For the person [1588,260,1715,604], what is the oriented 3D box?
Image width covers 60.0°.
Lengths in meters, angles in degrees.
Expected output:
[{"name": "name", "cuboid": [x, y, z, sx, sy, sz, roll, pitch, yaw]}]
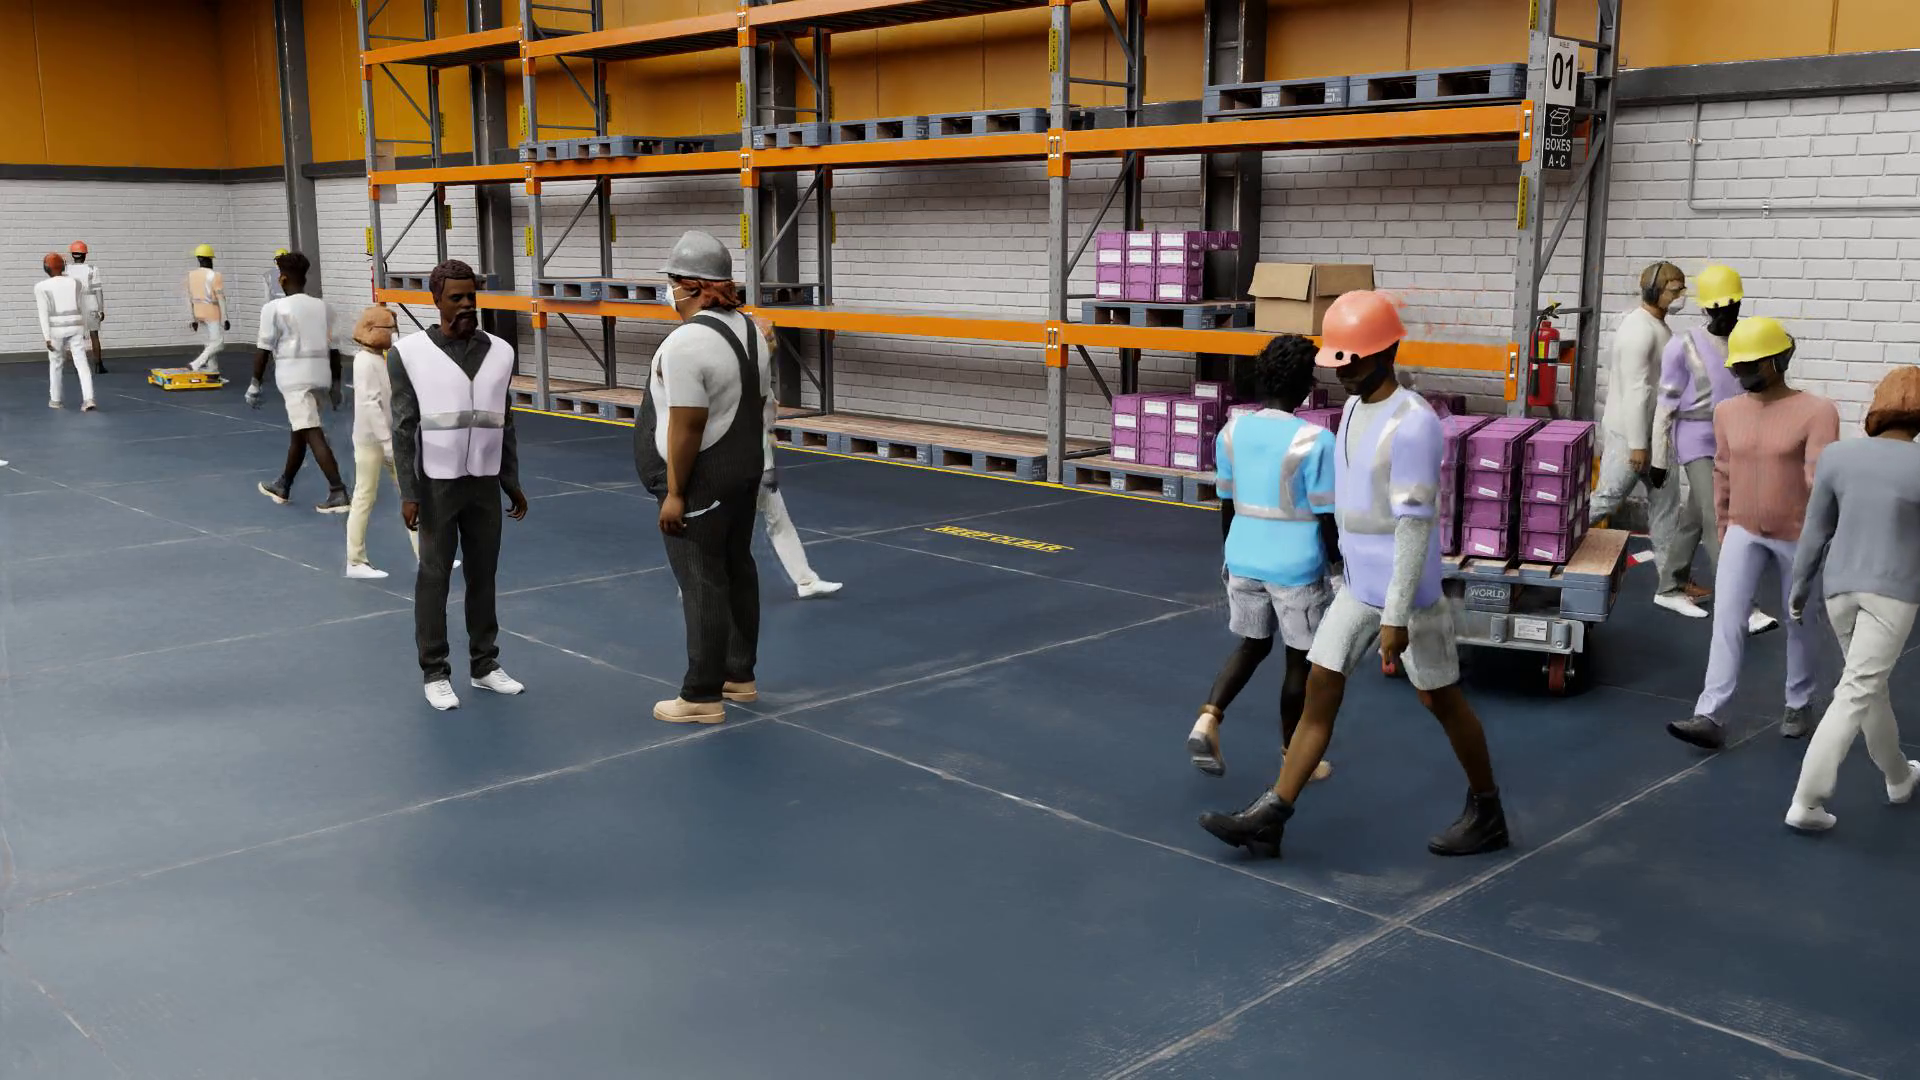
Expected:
[{"name": "person", "cuboid": [3.720, -0.610, 9.278, 0.988, 1.898, 0.644, 7, 13, 34]}]

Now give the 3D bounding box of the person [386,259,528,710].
[{"name": "person", "cuboid": [-2.173, -0.247, 7.221, 0.390, 1.920, 0.588, 10, 14, 42]}]

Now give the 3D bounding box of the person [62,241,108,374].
[{"name": "person", "cuboid": [-12.791, -3.384, 24.280, 0.545, 1.938, 0.360, -3, 11, -17]}]

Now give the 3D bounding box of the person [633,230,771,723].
[{"name": "person", "cuboid": [-1.103, -0.264, 6.982, 0.537, 2.000, 0.683, 4, 11, 19]}]

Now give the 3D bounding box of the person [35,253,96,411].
[{"name": "person", "cuboid": [-10.372, -2.407, 19.289, 0.572, 1.831, 1.024, -10, 14, -44]}]

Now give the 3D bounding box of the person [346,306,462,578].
[{"name": "person", "cuboid": [-3.317, -0.558, 9.782, 0.744, 1.607, 0.508, 0, 10, 2]}]

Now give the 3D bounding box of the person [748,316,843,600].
[{"name": "person", "cuboid": [-1.110, -0.417, 9.052, 0.881, 1.589, 0.543, -1, 10, -6]}]

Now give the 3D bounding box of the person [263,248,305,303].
[{"name": "person", "cuboid": [-10.178, -3.487, 25.148, 0.586, 1.825, 0.403, 0, 10, -2]}]

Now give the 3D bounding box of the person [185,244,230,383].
[{"name": "person", "cuboid": [-10.193, -3.032, 22.444, 0.605, 1.909, 0.680, 4, 11, 23]}]

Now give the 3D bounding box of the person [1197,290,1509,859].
[{"name": "person", "cuboid": [1.338, 0.139, 5.326, 1.089, 1.852, 0.569, -3, 11, -15]}]

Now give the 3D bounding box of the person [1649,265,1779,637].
[{"name": "person", "cuboid": [3.923, -0.453, 8.475, 0.700, 1.862, 0.980, -4, 11, -19]}]

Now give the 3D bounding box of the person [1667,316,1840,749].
[{"name": "person", "cuboid": [3.150, -0.014, 6.532, 0.934, 1.698, 0.542, -9, 14, -42]}]

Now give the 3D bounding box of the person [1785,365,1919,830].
[{"name": "person", "cuboid": [3.145, 0.195, 5.711, 0.848, 1.578, 0.513, -6, 12, -29]}]

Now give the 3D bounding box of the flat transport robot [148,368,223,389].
[{"name": "flat transport robot", "cuboid": [-10.330, -2.160, 22.150, 0.652, 0.197, 1.431, -7, 13, -35]}]

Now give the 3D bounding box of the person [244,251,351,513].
[{"name": "person", "cuboid": [-4.873, -1.155, 12.232, 1.044, 1.899, 0.606, 5, 12, 25]}]

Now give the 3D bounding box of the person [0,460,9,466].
[{"name": "person", "cuboid": [-8.508, -1.526, 14.395, 0.393, 1.852, 0.536, 1, 10, 3]}]

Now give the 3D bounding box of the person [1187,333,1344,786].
[{"name": "person", "cuboid": [1.132, 0.097, 5.996, 0.567, 1.680, 0.545, -8, 13, -36]}]
